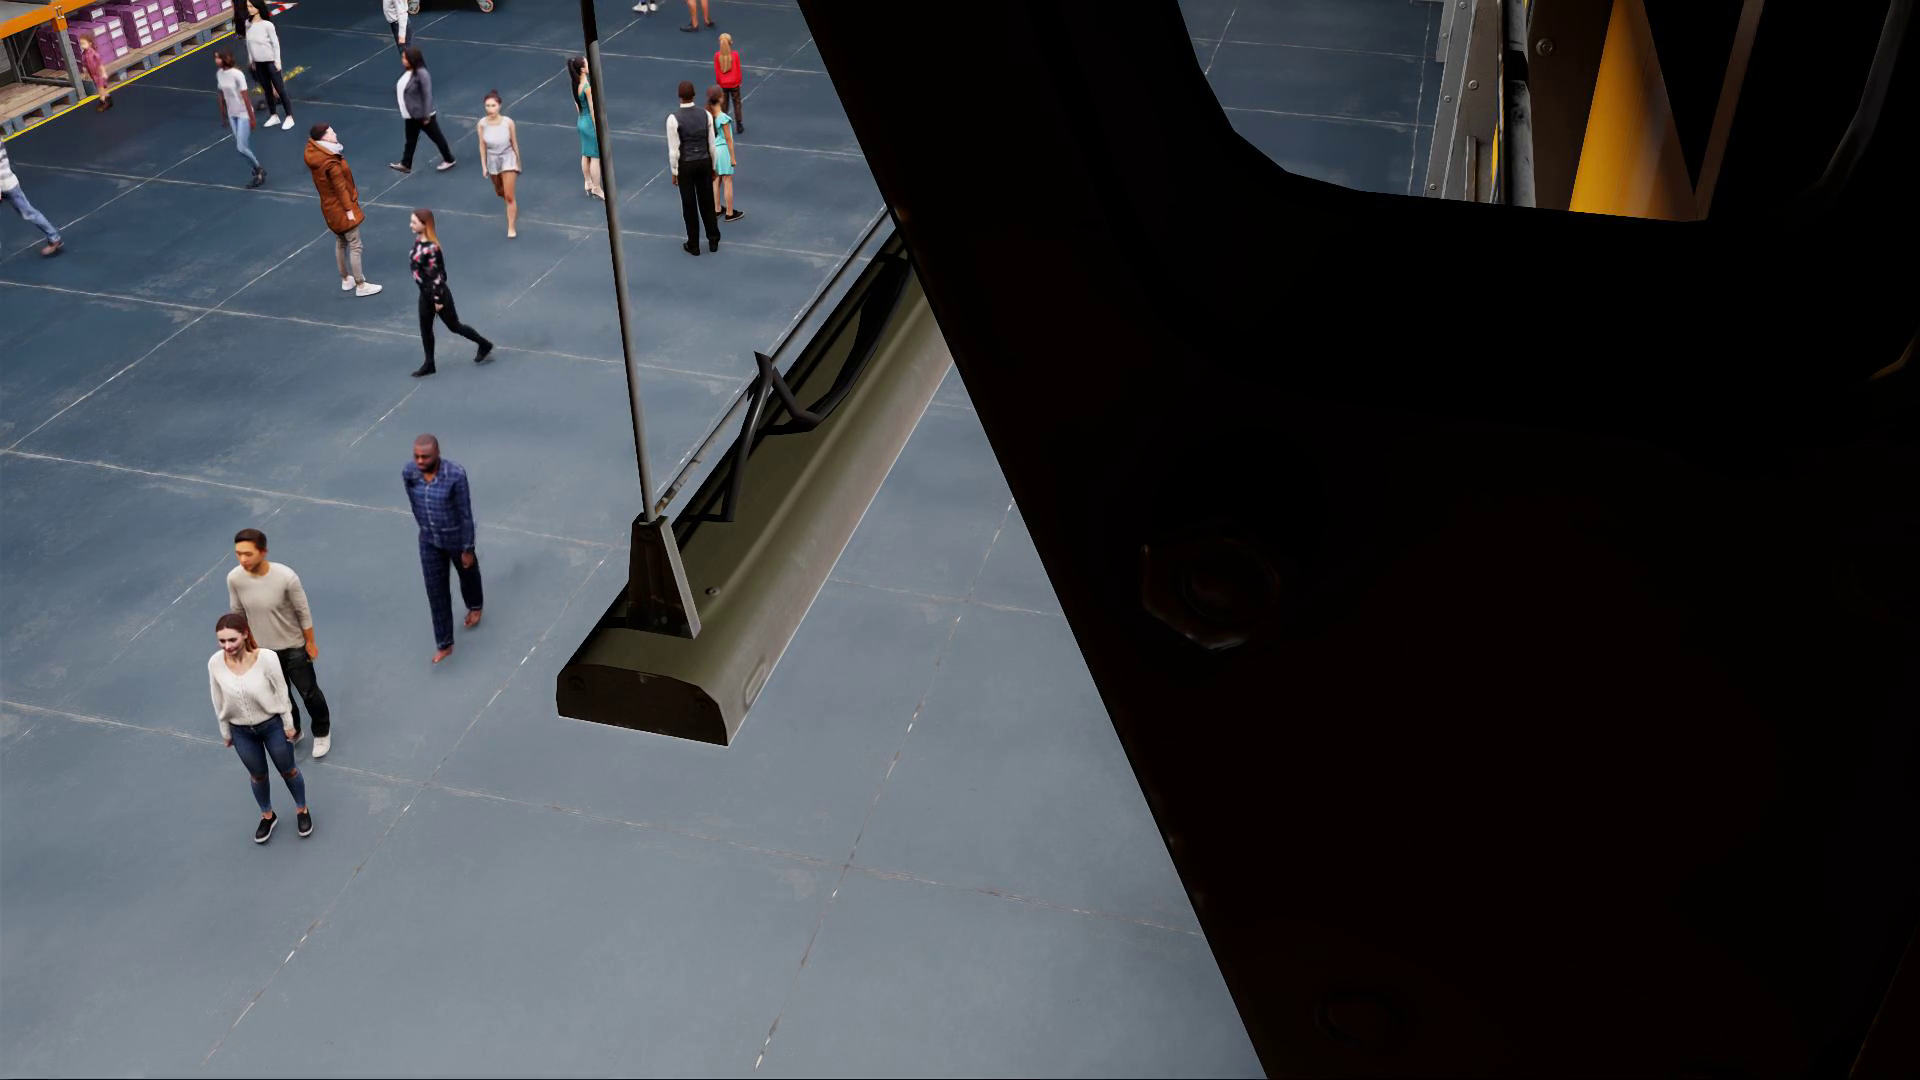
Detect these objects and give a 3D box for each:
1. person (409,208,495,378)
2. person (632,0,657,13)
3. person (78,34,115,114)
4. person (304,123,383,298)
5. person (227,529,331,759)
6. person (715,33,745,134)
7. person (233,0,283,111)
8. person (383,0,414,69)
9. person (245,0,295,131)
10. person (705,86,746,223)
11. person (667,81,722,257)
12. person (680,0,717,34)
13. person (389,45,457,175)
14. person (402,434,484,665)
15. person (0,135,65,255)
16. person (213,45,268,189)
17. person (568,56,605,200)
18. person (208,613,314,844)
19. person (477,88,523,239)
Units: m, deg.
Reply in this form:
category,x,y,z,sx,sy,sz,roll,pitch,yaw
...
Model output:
category,x,y,z,sx,sy,sz,roll,pitch,yaw
person,-4.901,-2.358,15.803,1.120,1.654,0.990,-23,40,-30
person,-4.928,-9.129,25.896,0.767,1.758,0.814,-16,37,-23
person,-11.543,-6.279,22.286,0.436,1.008,0.590,8,34,11
person,-6.434,-3.432,17.252,0.836,1.839,0.867,27,42,34
person,-4.533,0.676,11.096,0.715,1.811,0.630,0,34,0
person,-2.972,-5.896,21.462,0.532,1.282,0.552,0,34,0
person,-9.306,-6.720,22.134,0.846,1.911,0.841,26,41,33
person,-7.582,-6.942,22.550,0.798,1.820,0.709,-13,36,-19
person,-8.966,-6.193,21.531,0.617,1.701,0.552,10,35,14
person,-2.736,-4.428,19.004,0.620,1.559,0.636,21,39,29
person,-2.894,-4.054,18.115,0.773,1.919,0.815,-15,36,-21
person,-3.970,-8.586,25.071,0.737,1.767,0.924,-18,38,-25
person,-6.469,-5.212,20.182,1.164,1.561,0.995,-29,43,-36
person,-3.735,-0.058,12.232,0.804,1.776,1.157,4,34,6
person,-10.239,-3.849,17.914,0.852,1.801,1.261,18,38,25
person,-8.495,-5.035,19.781,0.668,1.709,0.694,17,37,24
person,-4.351,-4.837,19.504,0.659,1.686,0.624,-22,40,-30
person,-4.410,1.170,10.461,0.696,1.692,0.690,-6,34,-8
person,-5.157,-4.278,18.752,0.815,1.587,1.087,-2,34,-3
